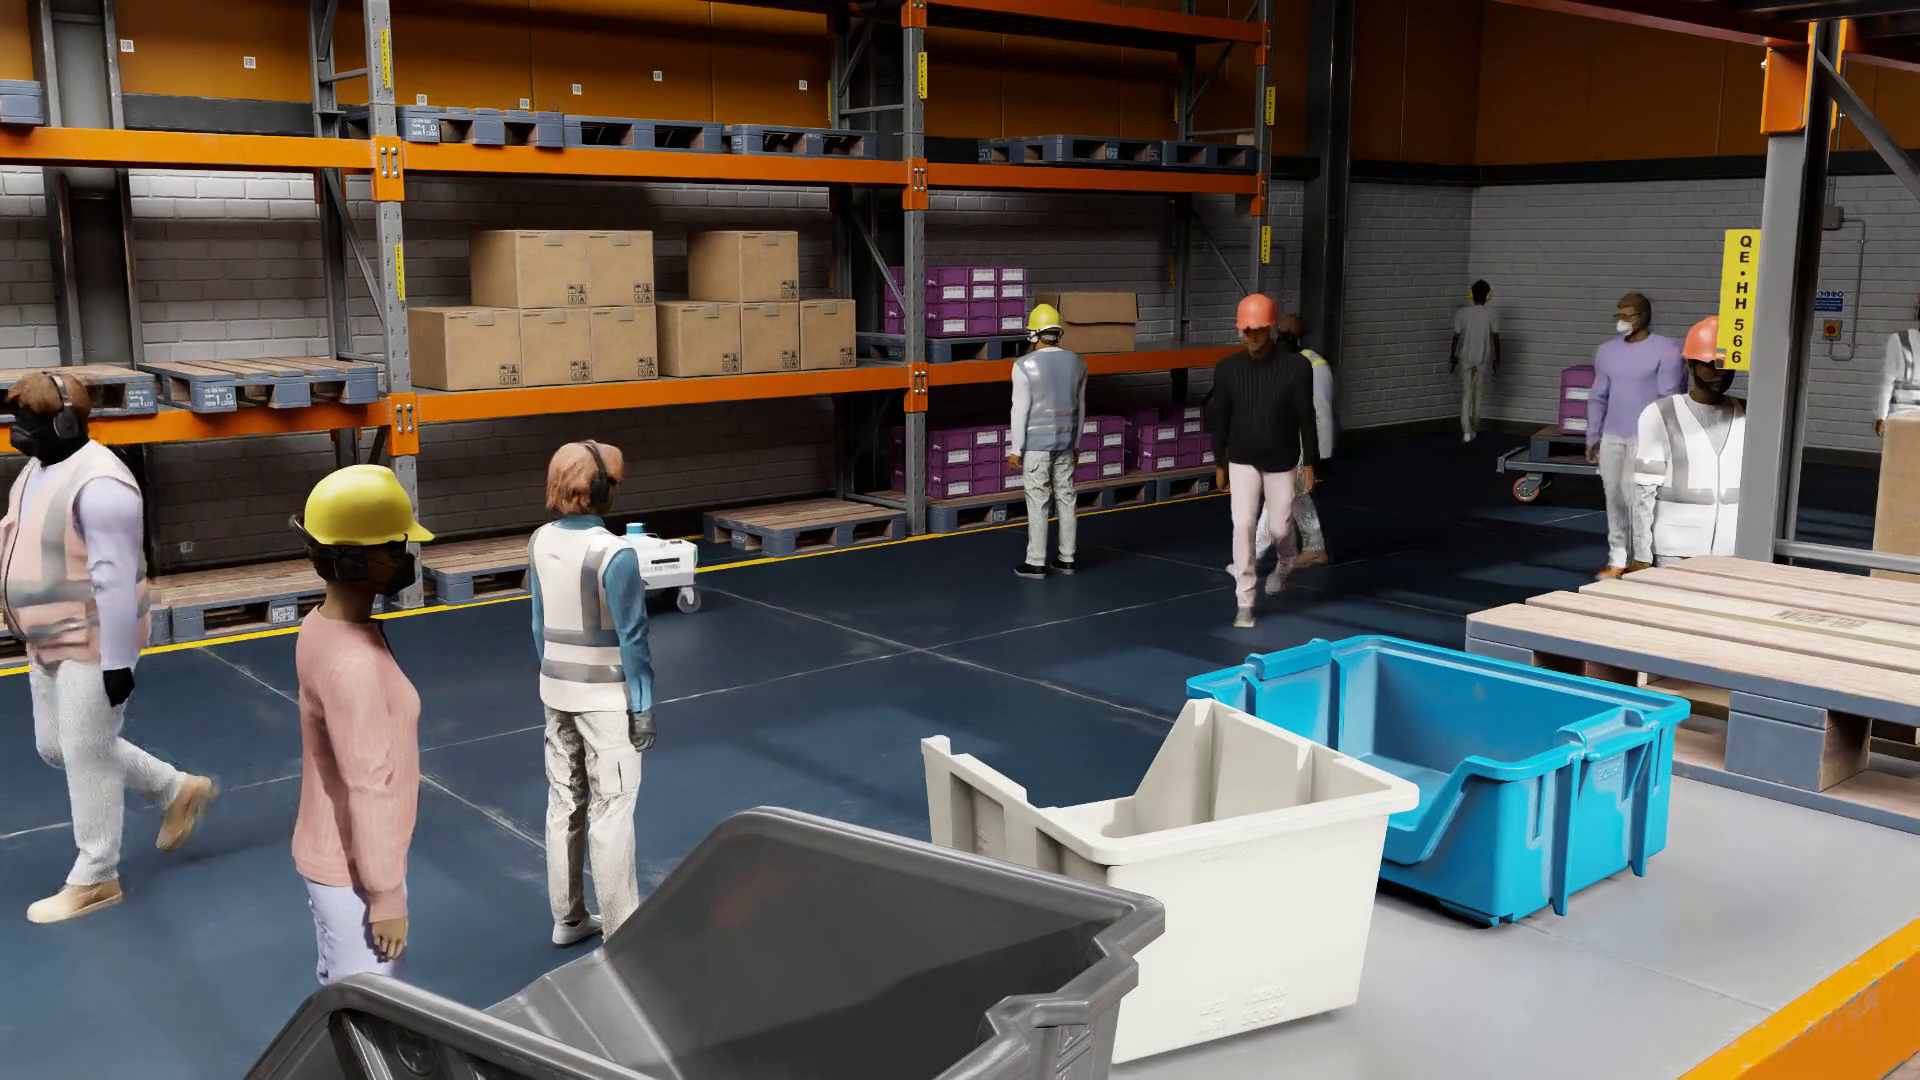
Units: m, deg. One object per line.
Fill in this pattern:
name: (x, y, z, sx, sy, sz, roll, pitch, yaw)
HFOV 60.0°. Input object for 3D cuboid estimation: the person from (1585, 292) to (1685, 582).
person: (4.374, -0.655, 10.894, 0.440, 1.919, 0.648, -6, 12, -31)

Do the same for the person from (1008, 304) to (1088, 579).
person: (0.570, -0.656, 11.140, 0.589, 1.835, 0.404, -6, 12, -31)

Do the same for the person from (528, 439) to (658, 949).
person: (-1.137, 0.508, 5.170, 0.513, 1.639, 0.307, 8, 13, 39)

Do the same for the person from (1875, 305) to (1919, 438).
person: (7.297, -0.942, 12.641, 0.617, 1.868, 0.410, 0, 10, 1)

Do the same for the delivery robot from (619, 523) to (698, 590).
delivery robot: (-1.947, 0.140, 10.003, 0.707, 0.478, 0.477, -6, 12, -31)

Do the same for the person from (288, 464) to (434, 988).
person: (-1.294, 0.712, 3.673, 0.329, 1.767, 0.529, -5, 11, -27)

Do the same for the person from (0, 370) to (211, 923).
person: (-2.895, 0.333, 5.626, 0.632, 1.830, 0.608, 8, 13, 39)

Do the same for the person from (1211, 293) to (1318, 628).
person: (1.819, -0.490, 9.874, 0.641, 1.958, 0.788, 4, 11, 22)

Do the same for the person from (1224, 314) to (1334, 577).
person: (2.189, -0.632, 11.199, 1.002, 1.779, 0.638, -5, 11, -28)

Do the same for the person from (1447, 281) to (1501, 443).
person: (5.793, -1.999, 18.747, 0.572, 1.819, 0.790, 3, 11, 16)

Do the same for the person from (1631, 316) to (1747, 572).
person: (3.121, 0.026, 7.036, 0.550, 1.935, 0.375, -1, 10, -6)
